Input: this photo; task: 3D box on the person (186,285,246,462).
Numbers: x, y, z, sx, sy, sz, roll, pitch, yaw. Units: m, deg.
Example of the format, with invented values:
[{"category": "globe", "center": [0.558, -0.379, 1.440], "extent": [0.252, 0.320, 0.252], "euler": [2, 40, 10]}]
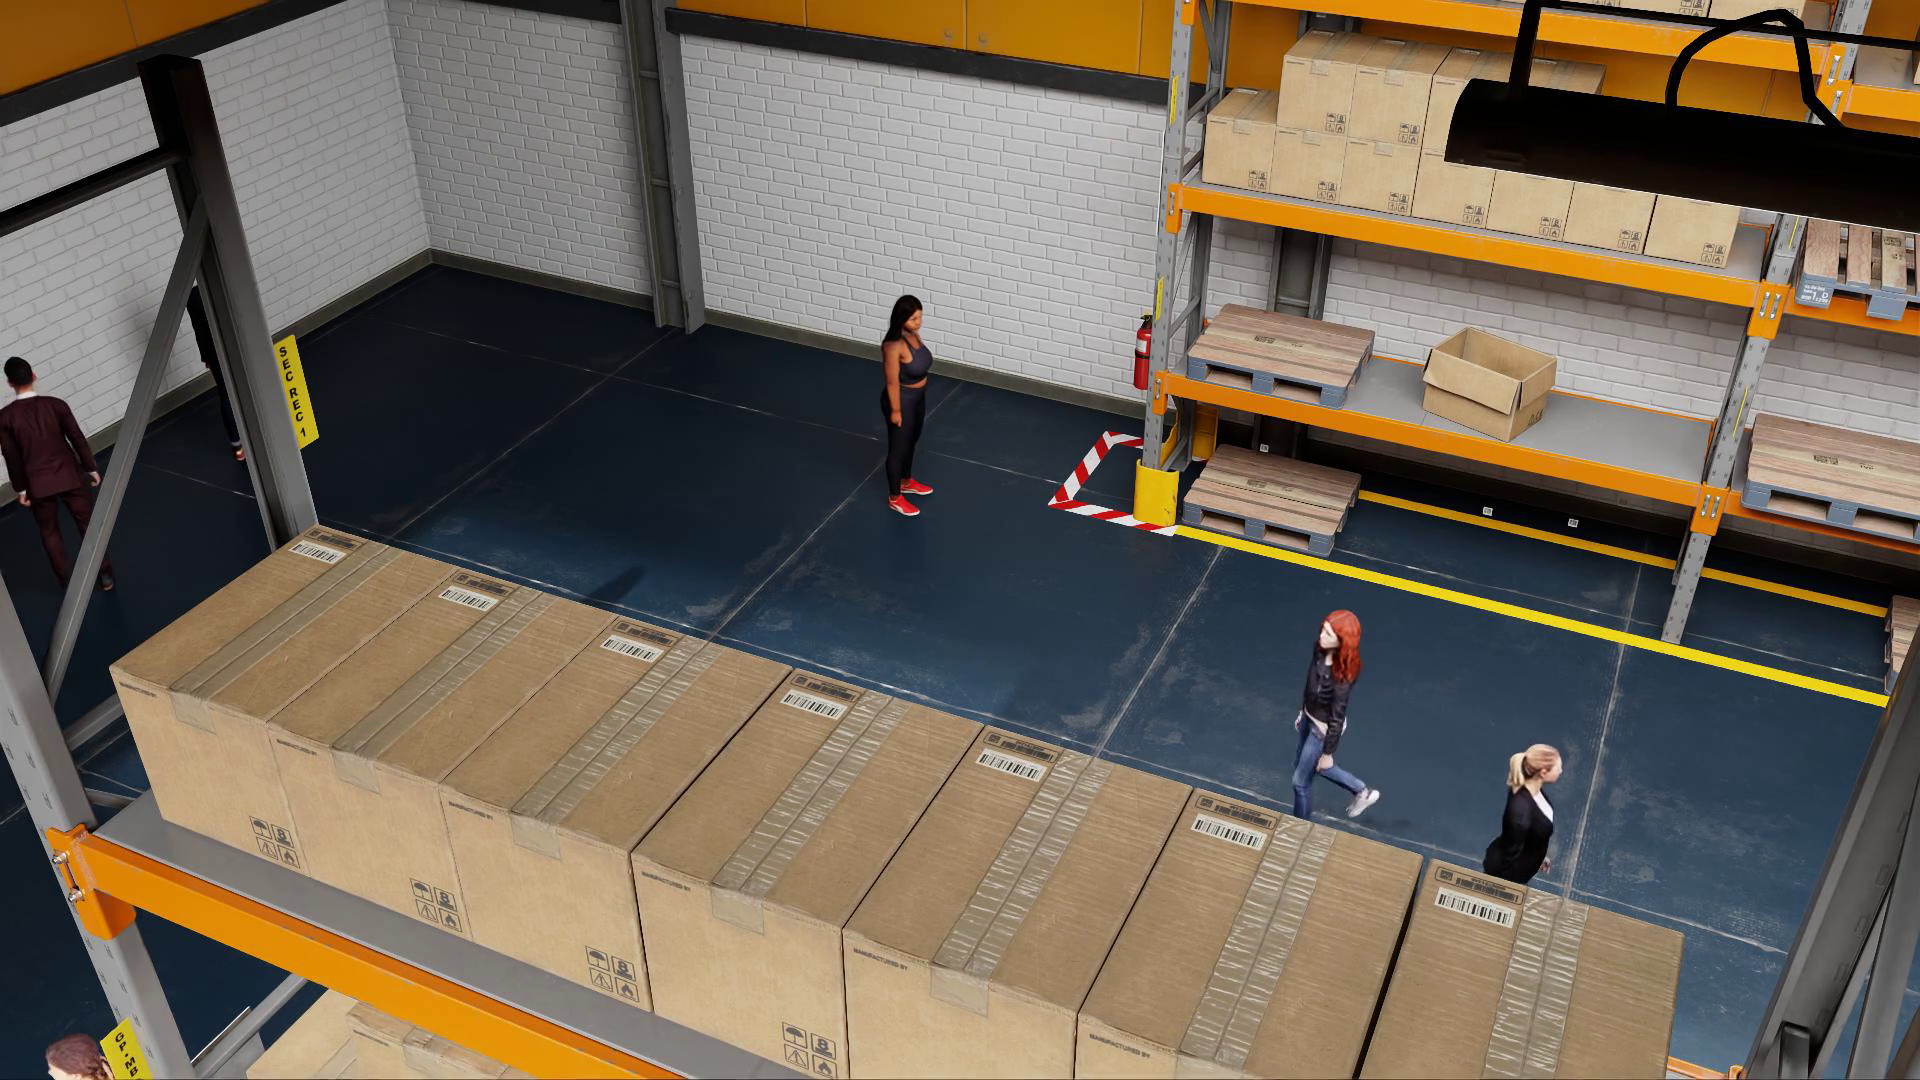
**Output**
[{"category": "person", "center": [-6.007, -1.515, 13.736], "extent": [0.759, 1.818, 0.845], "euler": [-8, 34, -12]}]

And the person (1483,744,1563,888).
[{"category": "person", "center": [2.854, 1.765, 8.922], "extent": [0.668, 1.685, 0.654], "euler": [11, 35, 16]}]

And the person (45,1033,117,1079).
[{"category": "person", "center": [-3.712, 2.760, 7.572], "extent": [1.071, 1.522, 0.936], "euler": [-7, 34, -10]}]

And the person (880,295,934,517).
[{"category": "person", "center": [-0.440, -1.098, 13.113], "extent": [0.629, 1.814, 0.672], "euler": [11, 35, 16]}]

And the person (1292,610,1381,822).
[{"category": "person", "center": [2.200, 1.125, 9.805], "extent": [1.059, 1.774, 0.899], "euler": [-4, 34, -6]}]

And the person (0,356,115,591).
[{"category": "person", "center": [-6.594, -0.437, 12.087], "extent": [0.832, 1.848, 0.858], "euler": [-17, 37, -24]}]
